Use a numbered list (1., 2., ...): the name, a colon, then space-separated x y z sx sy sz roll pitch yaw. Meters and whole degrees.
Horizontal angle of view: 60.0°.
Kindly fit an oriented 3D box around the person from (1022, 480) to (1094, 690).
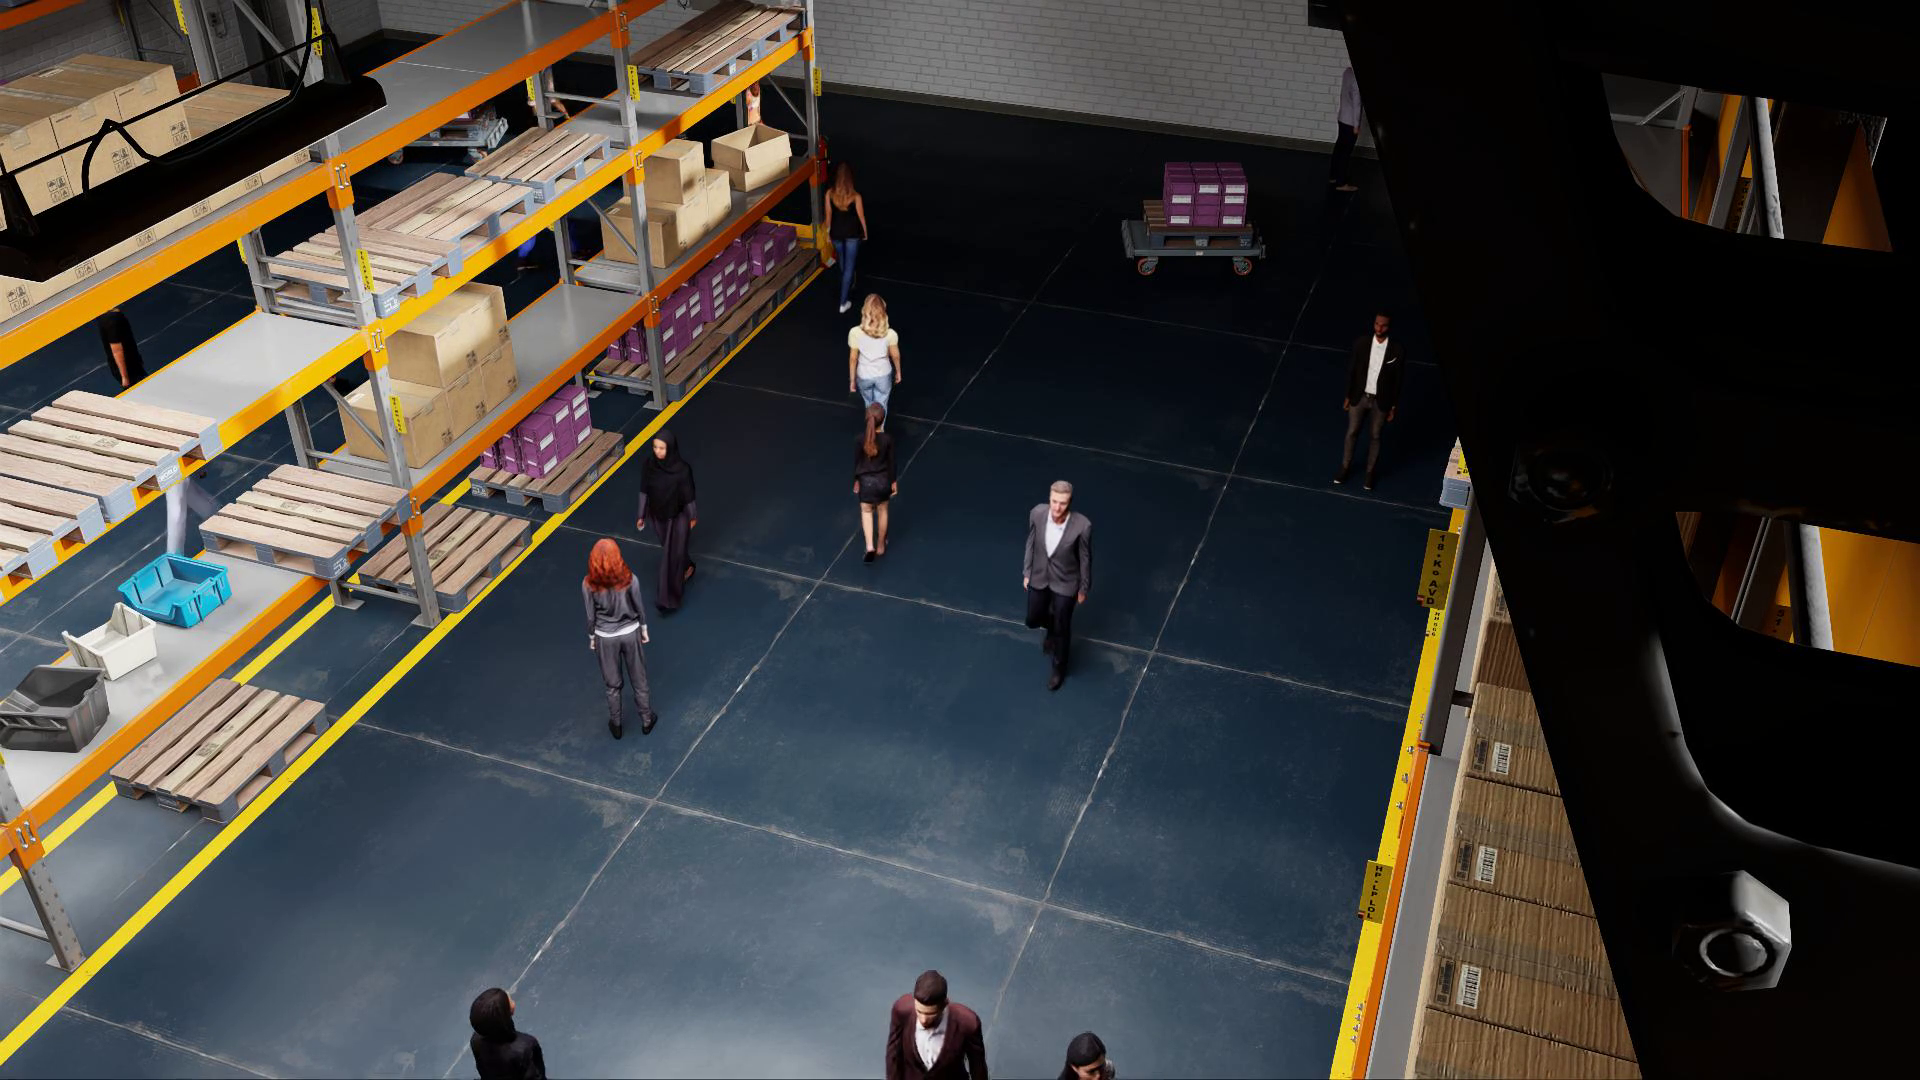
1. person: 0.769 0.282 13.054 0.752 1.819 0.839 13 36 19

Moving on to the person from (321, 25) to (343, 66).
1. person: -8.559 -6.292 23.048 0.702 1.706 1.034 18 38 25

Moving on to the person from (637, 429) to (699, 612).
1. person: -2.407 -0.270 14.074 0.618 1.610 1.005 14 36 19

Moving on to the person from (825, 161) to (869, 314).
1. person: -1.310 -3.365 18.677 0.621 1.670 1.066 10 35 14

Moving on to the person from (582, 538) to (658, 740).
1. person: -2.549 0.733 12.412 0.659 1.780 0.669 -7 34 -10

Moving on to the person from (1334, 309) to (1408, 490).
1. person: 3.831 -1.321 15.484 0.663 1.799 0.573 14 36 20

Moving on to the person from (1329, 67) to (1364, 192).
1. person: 5.098 -5.527 21.766 0.815 1.851 0.669 -4 34 -5

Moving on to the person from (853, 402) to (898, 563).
1. person: -0.744 -0.471 14.438 0.697 1.542 0.879 1 34 1

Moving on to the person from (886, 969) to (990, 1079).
1. person: -0.118 2.919 9.077 0.674 1.831 1.208 10 35 15

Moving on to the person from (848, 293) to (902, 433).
1. person: -0.811 -1.473 15.819 0.894 1.682 1.183 0 34 0

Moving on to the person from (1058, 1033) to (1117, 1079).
1. person: 0.630 3.208 8.694 0.751 1.774 0.834 -23 40 -30

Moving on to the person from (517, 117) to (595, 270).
1. person: -4.969 -4.017 19.524 1.323 1.819 1.104 -24 40 -31

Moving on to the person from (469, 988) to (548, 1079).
1. person: -2.415 3.106 8.930 0.596 1.683 0.590 10 35 15
